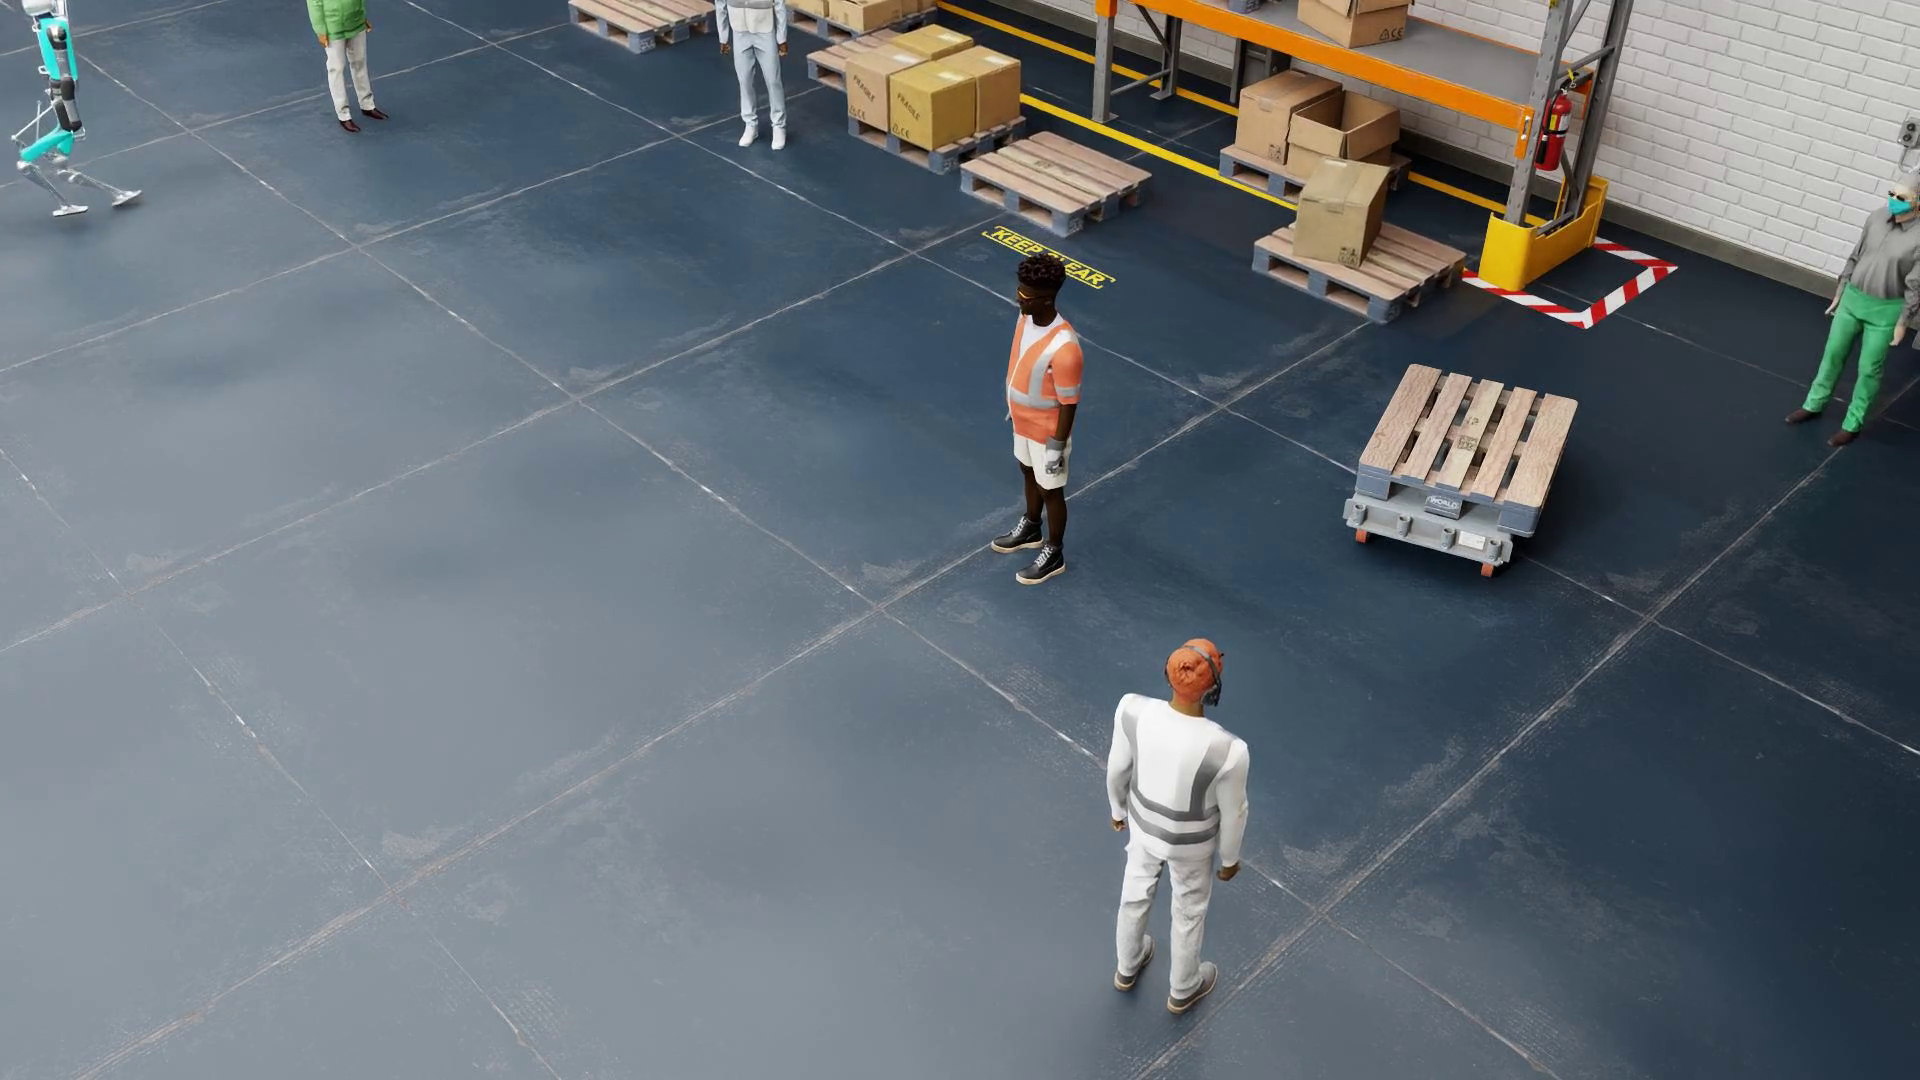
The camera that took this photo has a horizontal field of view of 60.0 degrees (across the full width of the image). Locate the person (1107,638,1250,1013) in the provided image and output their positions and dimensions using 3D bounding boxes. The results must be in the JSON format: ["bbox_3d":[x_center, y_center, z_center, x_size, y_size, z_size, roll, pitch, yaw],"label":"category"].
[{"bbox_3d":[0.858,1.160,6.659,0.576,1.881,0.347,21,42,26],"label":"person"}]

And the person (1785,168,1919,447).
[{"bbox_3d":[5.563,-1.439,10.140,0.340,1.838,0.524,-18,41,-22],"label":"person"}]

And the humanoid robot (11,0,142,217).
[{"bbox_3d":[-6.879,-3.204,12.569,0.912,1.770,0.543,-20,42,-25],"label":"humanoid robot"}]

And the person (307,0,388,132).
[{"bbox_3d":[-5.231,-4.375,14.070,0.383,1.781,0.549,21,42,26],"label":"person"}]

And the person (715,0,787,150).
[{"bbox_3d":[-1.709,-4.182,13.717,0.596,1.907,0.410,5,37,6],"label":"person"}]

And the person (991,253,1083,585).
[{"bbox_3d":[0.425,-0.650,8.988,0.368,1.966,0.602,-14,39,-18],"label":"person"}]

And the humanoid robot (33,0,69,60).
[{"bbox_3d":[-8.571,-5.338,15.415,0.535,1.813,0.790,-11,39,-15],"label":"humanoid robot"}]
